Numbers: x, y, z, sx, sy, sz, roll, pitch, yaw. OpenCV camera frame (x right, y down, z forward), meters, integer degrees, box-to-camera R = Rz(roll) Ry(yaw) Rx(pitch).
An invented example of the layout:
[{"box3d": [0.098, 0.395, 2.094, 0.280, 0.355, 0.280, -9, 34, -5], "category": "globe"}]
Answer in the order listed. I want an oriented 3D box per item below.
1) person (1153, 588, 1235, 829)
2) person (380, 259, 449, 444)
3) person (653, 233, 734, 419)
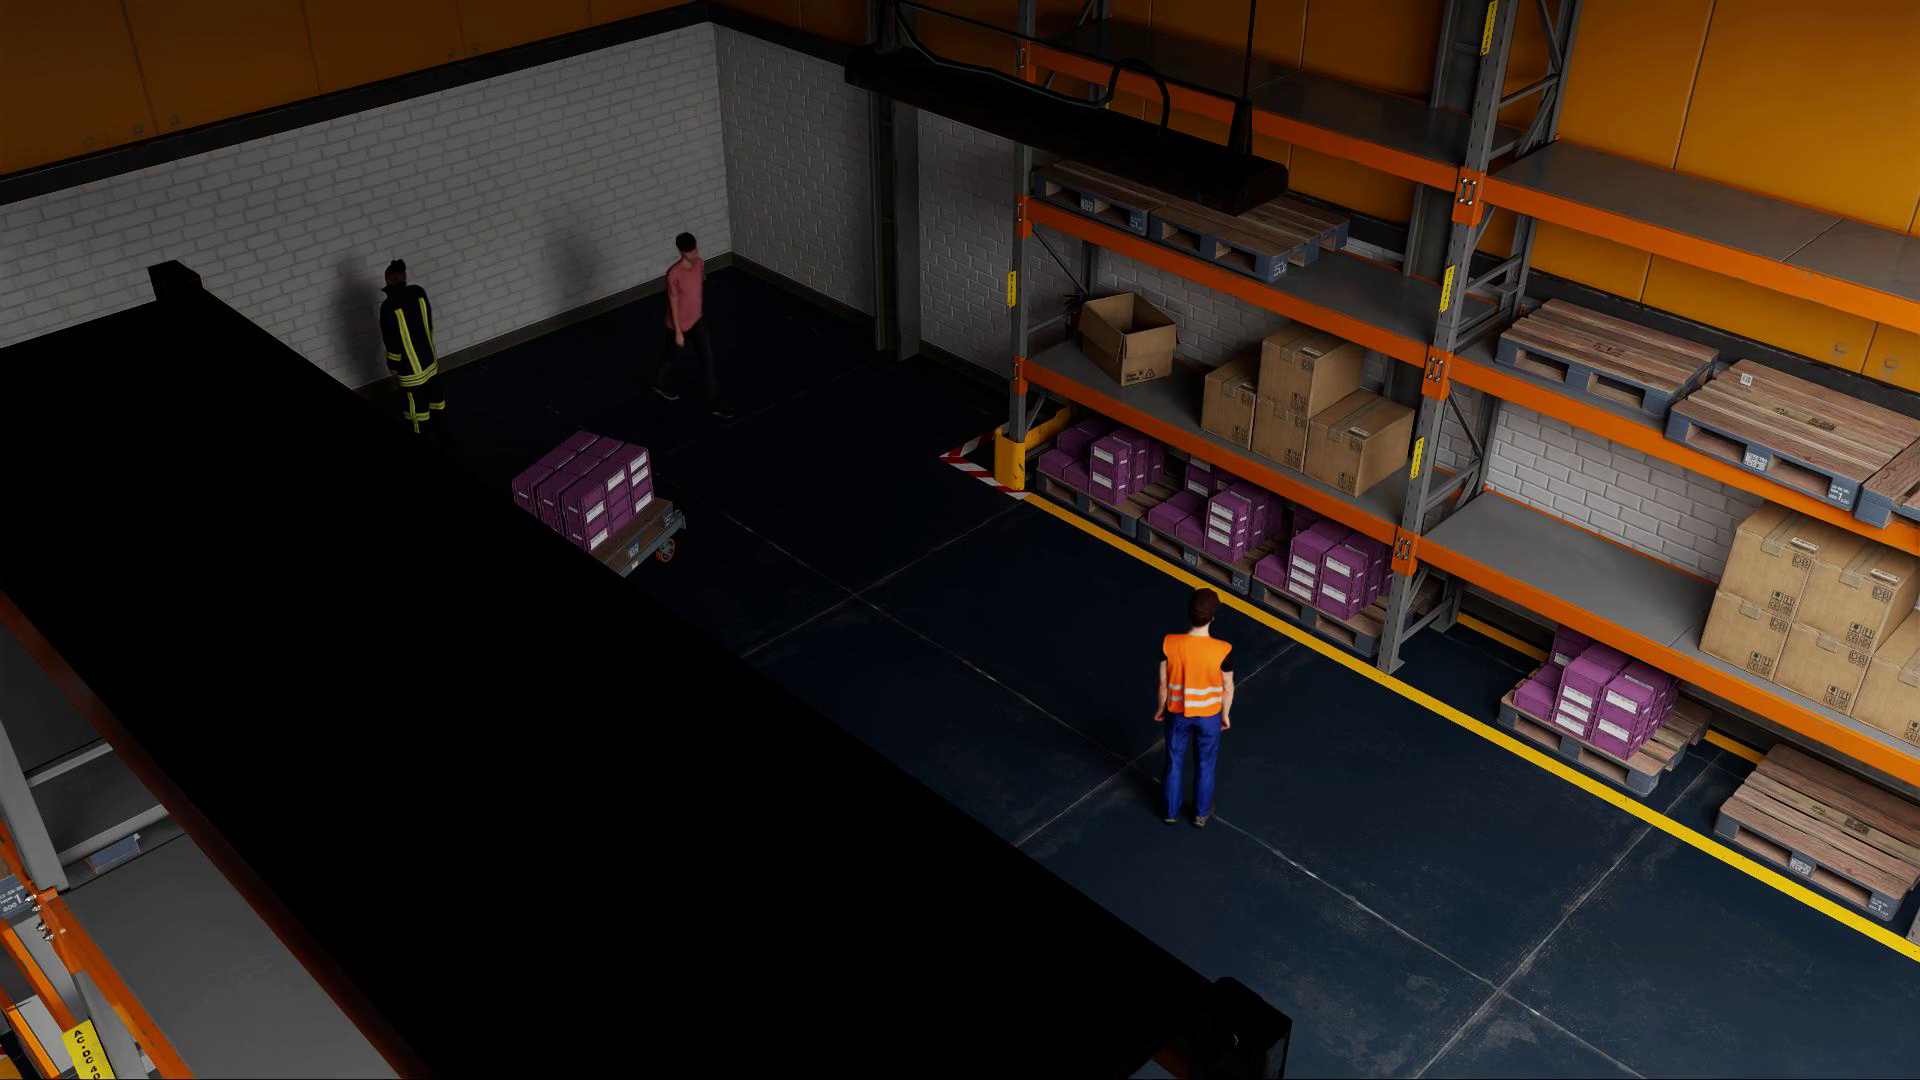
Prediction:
[{"box3d": [1.567, 1.149, 11.164, 0.755, 1.888, 0.851, 7, 34, 11], "category": "person"}, {"box3d": [-5.149, -1.781, 15.597, 0.815, 1.860, 0.837, 15, 36, 21], "category": "person"}, {"box3d": [-2.716, -2.115, 16.073, 1.271, 1.889, 0.716, 24, 41, 32], "category": "person"}]
